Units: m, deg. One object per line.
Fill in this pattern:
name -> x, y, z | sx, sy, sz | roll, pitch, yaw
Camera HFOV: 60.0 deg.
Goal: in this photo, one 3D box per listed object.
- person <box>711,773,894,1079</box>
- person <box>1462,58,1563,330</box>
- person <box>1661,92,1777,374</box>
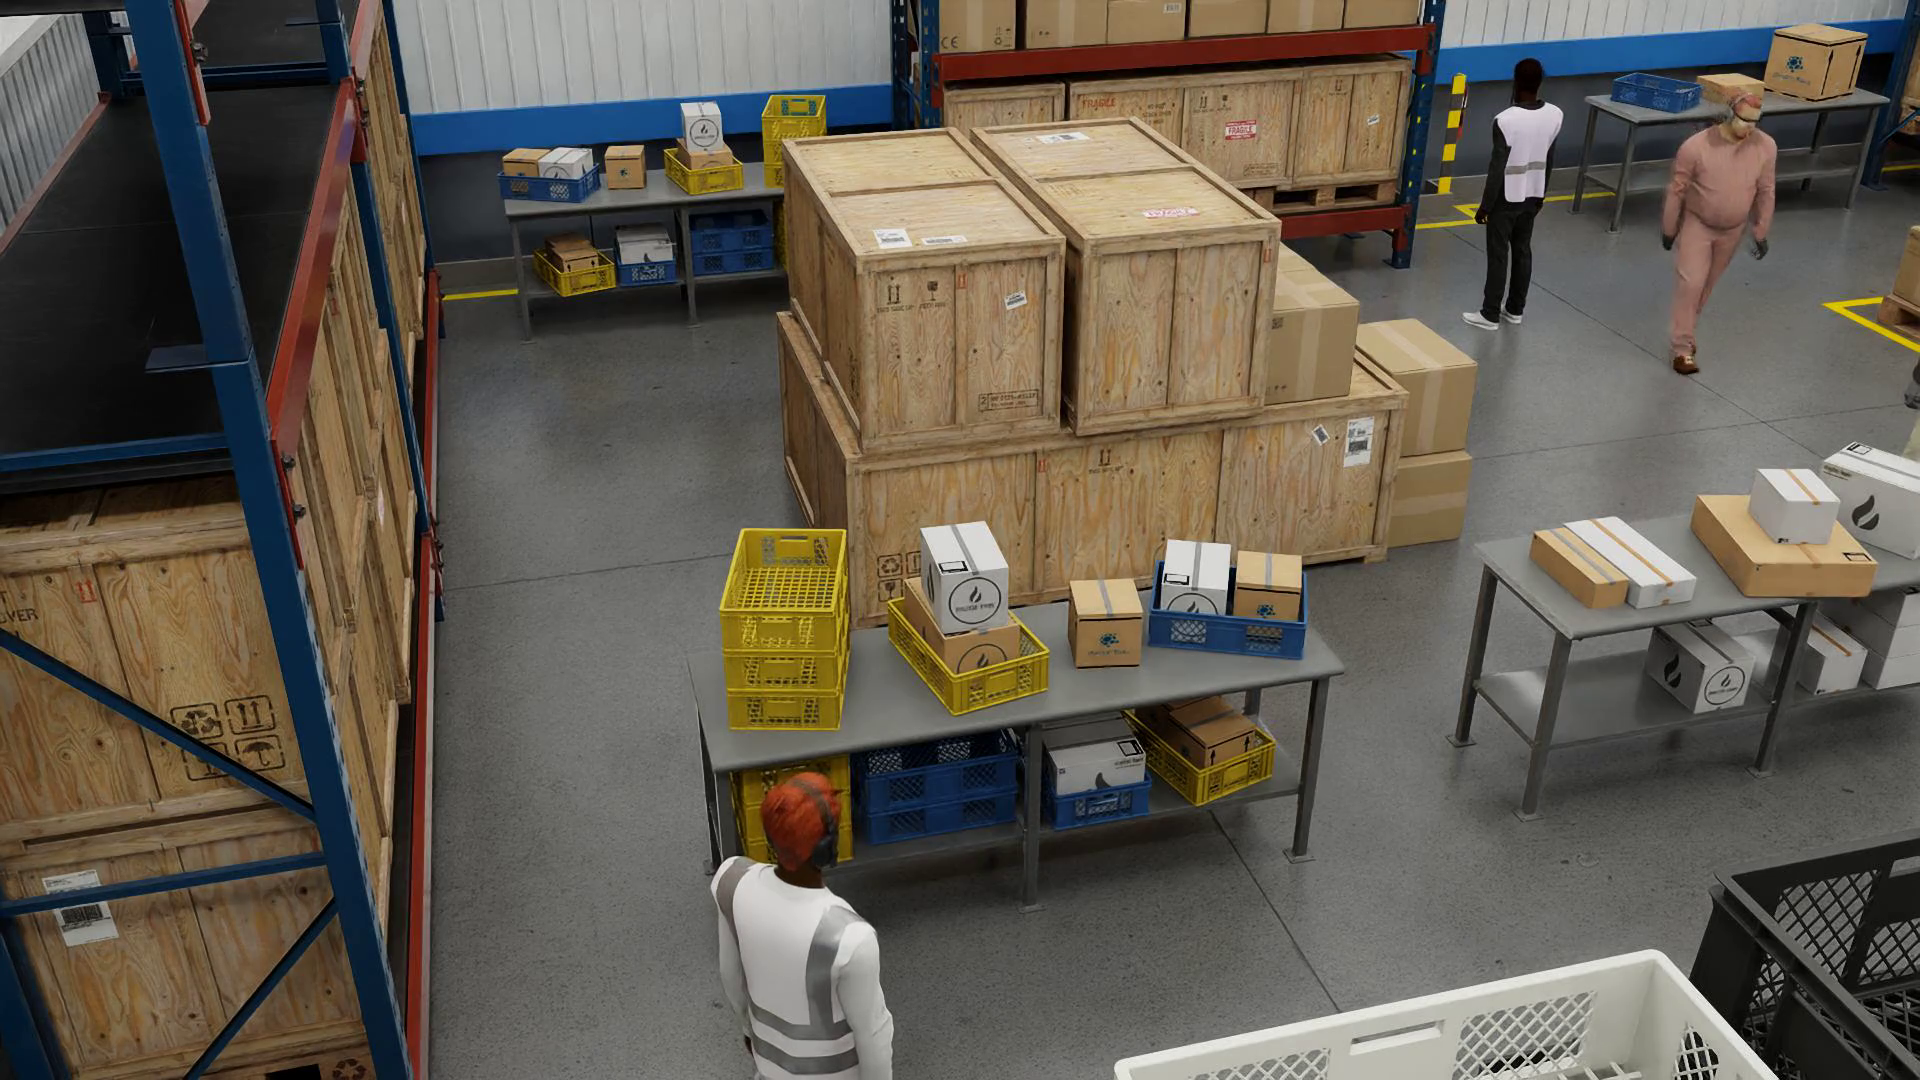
person -> -0.415, 1.468, 4.765 | 0.573, 1.883, 0.356 | 19, 34, 30
person -> 3.947, -2.438, 11.824 | 0.597, 1.911, 0.372 | -14, 32, -24
person -> 5.107, -2.047, 11.177 | 0.632, 1.856, 0.932 | 0, 29, -1
